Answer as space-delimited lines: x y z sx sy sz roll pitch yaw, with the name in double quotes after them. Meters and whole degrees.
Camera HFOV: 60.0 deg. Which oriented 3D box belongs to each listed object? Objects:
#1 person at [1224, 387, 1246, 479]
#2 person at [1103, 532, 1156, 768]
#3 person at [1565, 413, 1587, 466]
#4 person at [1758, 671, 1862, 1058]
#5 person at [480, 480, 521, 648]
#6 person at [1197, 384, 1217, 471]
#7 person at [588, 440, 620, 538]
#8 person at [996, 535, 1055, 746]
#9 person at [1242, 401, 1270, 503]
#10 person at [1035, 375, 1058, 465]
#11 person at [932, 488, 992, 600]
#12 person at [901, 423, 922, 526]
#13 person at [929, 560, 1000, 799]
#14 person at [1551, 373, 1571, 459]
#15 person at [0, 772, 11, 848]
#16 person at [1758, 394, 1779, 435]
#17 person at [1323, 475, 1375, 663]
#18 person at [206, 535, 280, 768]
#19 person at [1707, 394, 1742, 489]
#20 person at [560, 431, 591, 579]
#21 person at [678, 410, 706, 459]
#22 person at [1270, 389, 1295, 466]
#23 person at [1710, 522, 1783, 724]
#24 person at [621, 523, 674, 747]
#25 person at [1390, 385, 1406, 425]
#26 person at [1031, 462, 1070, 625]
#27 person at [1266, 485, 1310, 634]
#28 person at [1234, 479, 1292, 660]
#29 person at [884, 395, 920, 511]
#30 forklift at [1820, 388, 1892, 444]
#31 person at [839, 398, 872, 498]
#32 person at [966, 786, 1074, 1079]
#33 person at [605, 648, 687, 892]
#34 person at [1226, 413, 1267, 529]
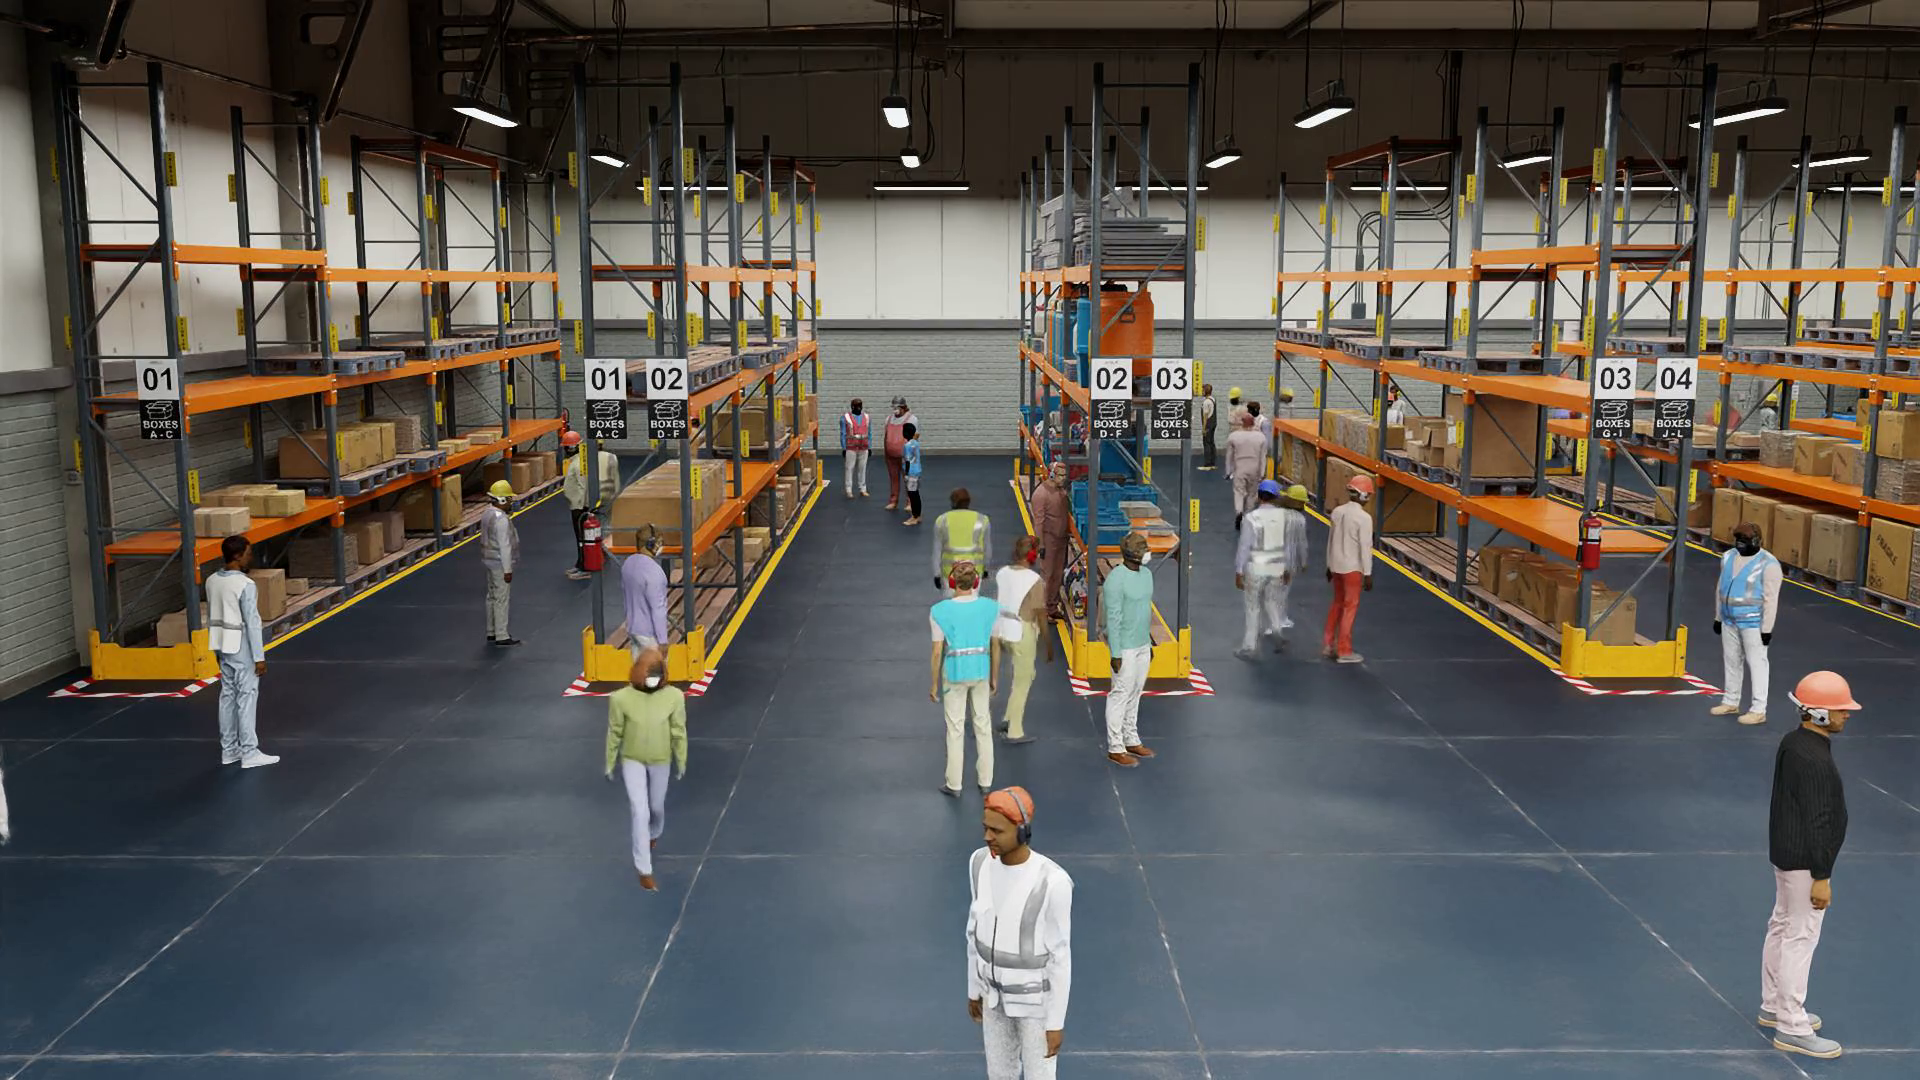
5.668 -2.161 33.570 0.752 1.886 0.634 -3 9 -18 "person"
1.412 0.891 13.741 0.367 1.940 0.634 6 11 33 "person"
12.386 -2.119 33.550 0.732 1.789 0.637 6 11 35 "person"
4.405 1.656 8.643 0.382 1.995 0.612 2 9 13 "person"
-5.025 0.258 18.202 0.404 1.823 0.590 -6 10 -32 "person"
5.236 -2.377 35.098 0.344 1.839 0.506 5 10 30 "person"
-5.267 -0.682 24.290 0.619 1.796 0.798 -1 9 -9 "person"
0.537 0.865 14.259 0.463 1.822 0.567 -5 10 -31 "person"
5.298 -1.598 30.060 0.429 1.843 0.627 -6 11 -35 "person"
1.862 -2.618 36.131 0.623 1.992 0.396 3 9 16 "person"
0.025 0.331 17.858 0.618 1.789 0.986 1 9 7 "person"
-0.795 -1.079 27.220 0.322 1.691 0.533 2 9 11 "person"
0.040 1.079 12.826 0.565 1.847 0.396 -3 9 -17 "person"
13.577 -2.792 37.446 0.547 1.934 0.376 2 9 13 "person"
-5.803 1.708 9.567 0.523 1.585 0.859 -2 9 -14 "person"
16.318 -2.088 33.582 0.321 1.731 0.490 0 9 -1 "person"
4.124 0.299 17.466 0.464 1.971 0.646 -3 9 -21 "person"
-5.935 0.914 13.658 0.598 1.916 0.375 6 10 32 "person"
14.543 -1.846 31.703 0.644 1.872 0.916 2 9 10 "person"
-5.146 -0.467 22.322 0.391 1.986 0.608 -3 9 -18 "person"
-4.300 -1.181 27.080 0.552 1.932 0.377 2 9 11 "person"
6.918 -2.390 35.592 0.512 1.697 0.728 -4 10 -24 "person"
7.105 0.745 15.058 0.431 1.836 0.624 -3 9 -19 "person"
-2.666 0.814 14.250 0.373 1.936 0.629 -7 11 -36 "person"
8.968 -2.266 34.330 0.336 1.858 0.504 -7 11 -36 "person"
1.095 0.028 19.453 0.401 1.893 0.652 6 11 35 "person"
3.756 0.214 18.828 0.682 1.699 0.527 -6 11 -36 "person"
3.200 0.317 17.544 0.687 1.902 0.486 -4 10 -25 "person"
-1.056 -1.517 28.905 0.684 2.000 0.535 5 10 28 "person"
20.072 -3.110 36.462 1.873 2.768 1.129 0 9 0 "forklift"
-1.900 -1.690 30.648 0.626 1.847 0.429 -5 10 -28 "person"
0.238 1.957 7.088 0.349 1.879 0.581 -9 12 -44 "person"
-2.106 1.469 11.139 0.535 1.593 0.753 -3 9 -19 "person"
4.605 -1.104 26.768 0.646 1.881 0.808 1 9 8 "person"
